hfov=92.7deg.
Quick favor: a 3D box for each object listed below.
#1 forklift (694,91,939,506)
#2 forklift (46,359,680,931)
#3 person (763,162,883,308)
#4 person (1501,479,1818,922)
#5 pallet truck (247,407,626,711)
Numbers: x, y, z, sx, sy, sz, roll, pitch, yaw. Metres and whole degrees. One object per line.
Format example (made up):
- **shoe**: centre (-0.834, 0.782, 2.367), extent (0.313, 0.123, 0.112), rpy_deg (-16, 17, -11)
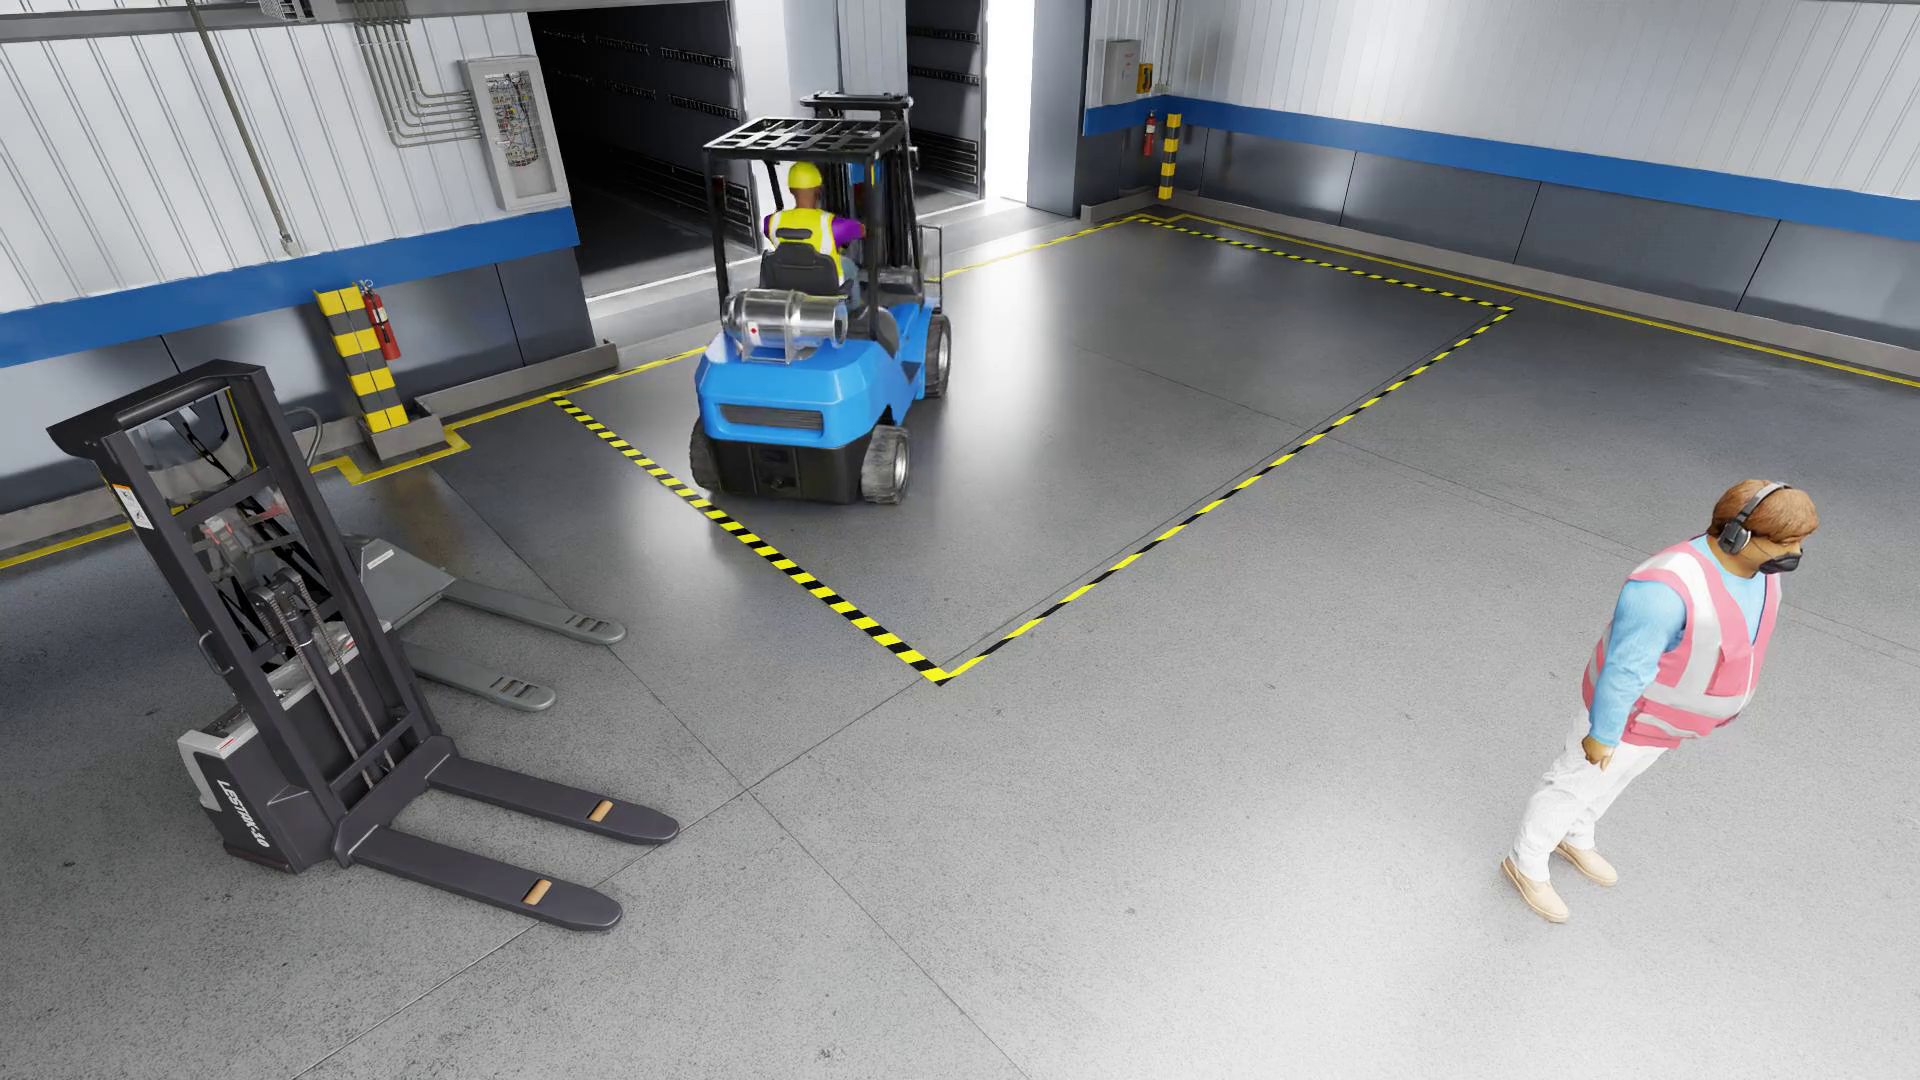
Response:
- **forklift**: centre (-0.898, -1.760, 6.247), extent (1.157, 2.036, 2.680), rpy_deg (5, 35, 8)
- **forklift**: centre (-2.135, 0.422, 3.354), extent (1.885, 1.965, 0.823), rpy_deg (10, 35, 14)
- **person**: centre (-0.881, -1.947, 6.189), extent (0.635, 1.294, 1.004), rpy_deg (5, 35, 8)
- **person**: centre (2.430, 0.600, 3.230), extent (0.620, 1.845, 0.431), rpy_deg (-15, 37, -21)
- **pallet truck**: centre (-2.628, 0.038, 4.590), extent (1.601, 1.201, 0.680), rpy_deg (12, 36, 18)
